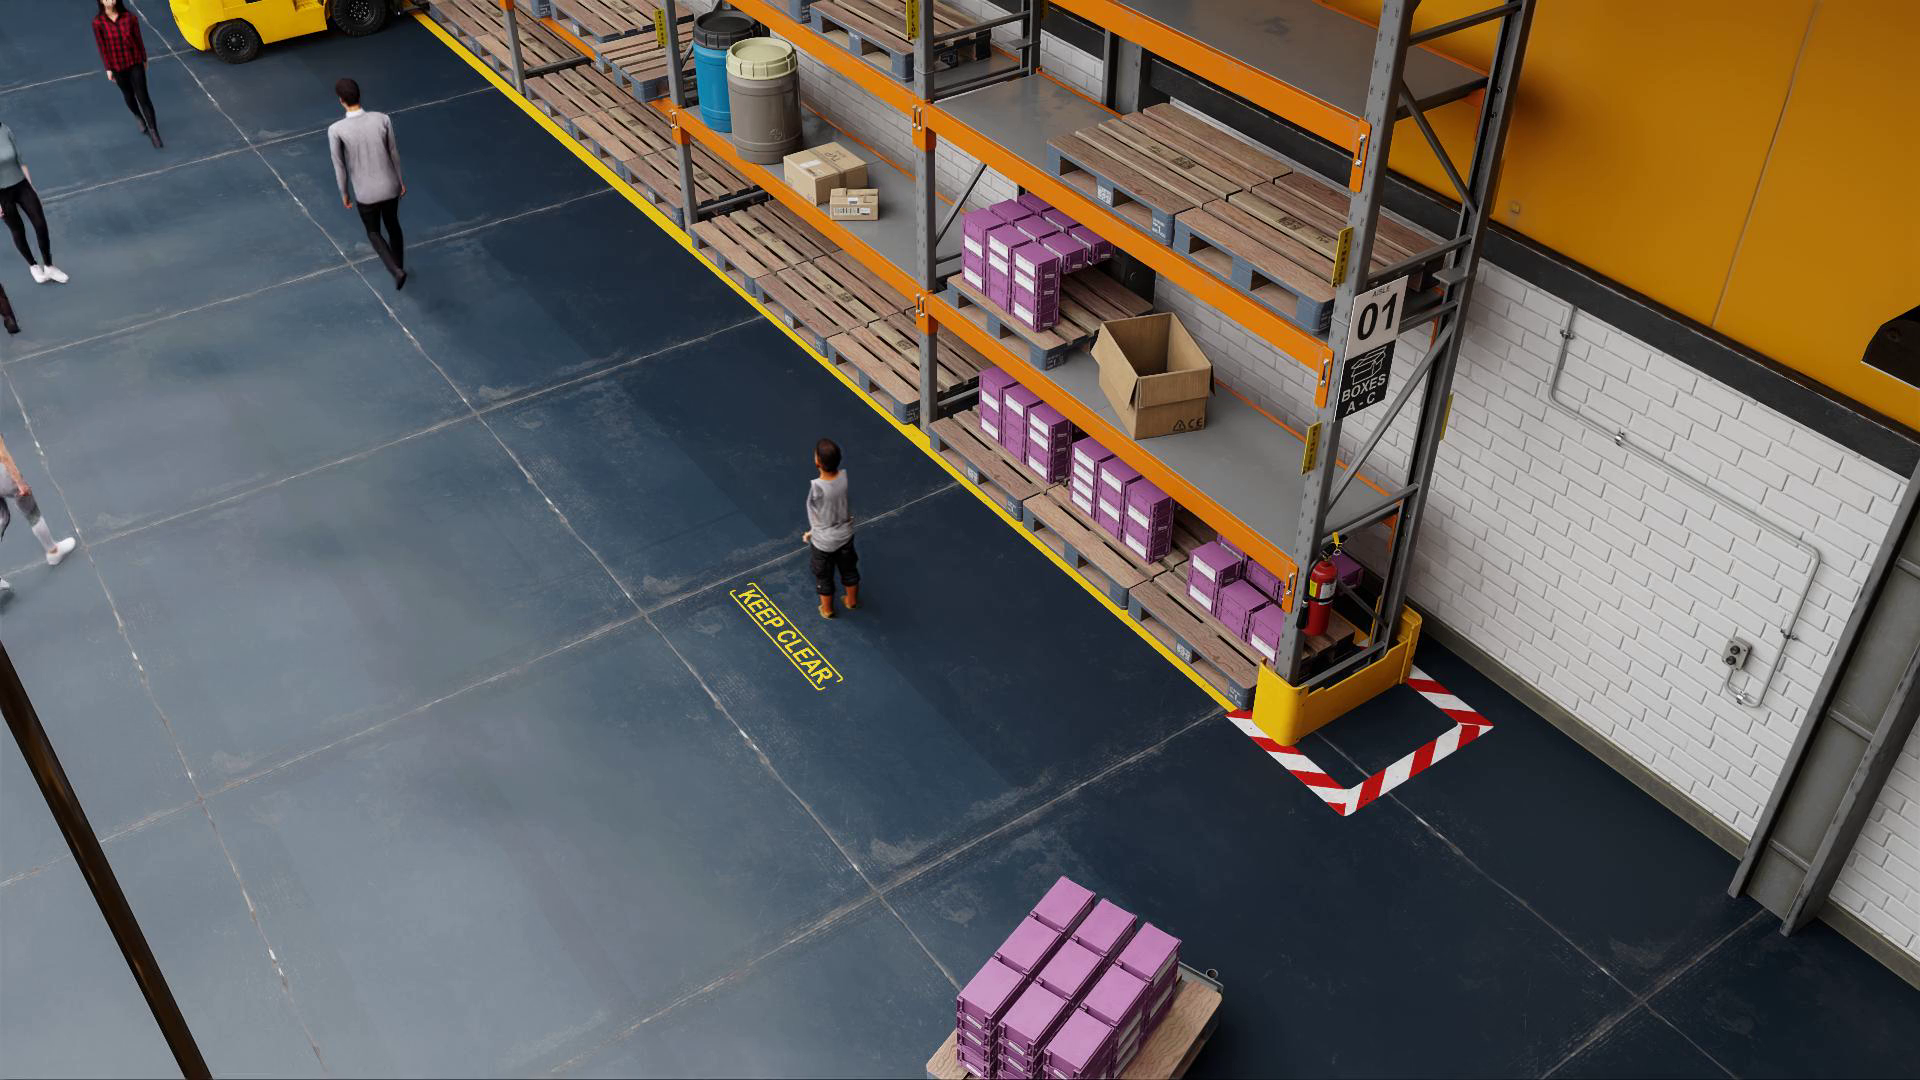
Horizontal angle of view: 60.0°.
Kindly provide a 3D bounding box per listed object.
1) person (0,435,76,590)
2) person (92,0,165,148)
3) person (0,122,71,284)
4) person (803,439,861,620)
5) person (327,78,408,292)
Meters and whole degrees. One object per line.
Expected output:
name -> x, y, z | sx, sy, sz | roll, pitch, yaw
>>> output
person -> -6.591, -0.369, 11.285 | 0.987, 1.685, 1.044 | 6, 39, 8
person -> -8.535, -4.855, 16.958 | 0.634, 1.616, 1.044 | -22, 43, -25
person -> -8.382, -3.058, 14.618 | 0.763, 1.728, 0.686 | 28, 46, 30
person -> -0.858, -0.099, 11.133 | 0.551, 1.452, 0.490 | -24, 45, -27
person -> -5.024, -3.020, 14.440 | 0.737, 1.890, 0.948 | -24, 45, -27
